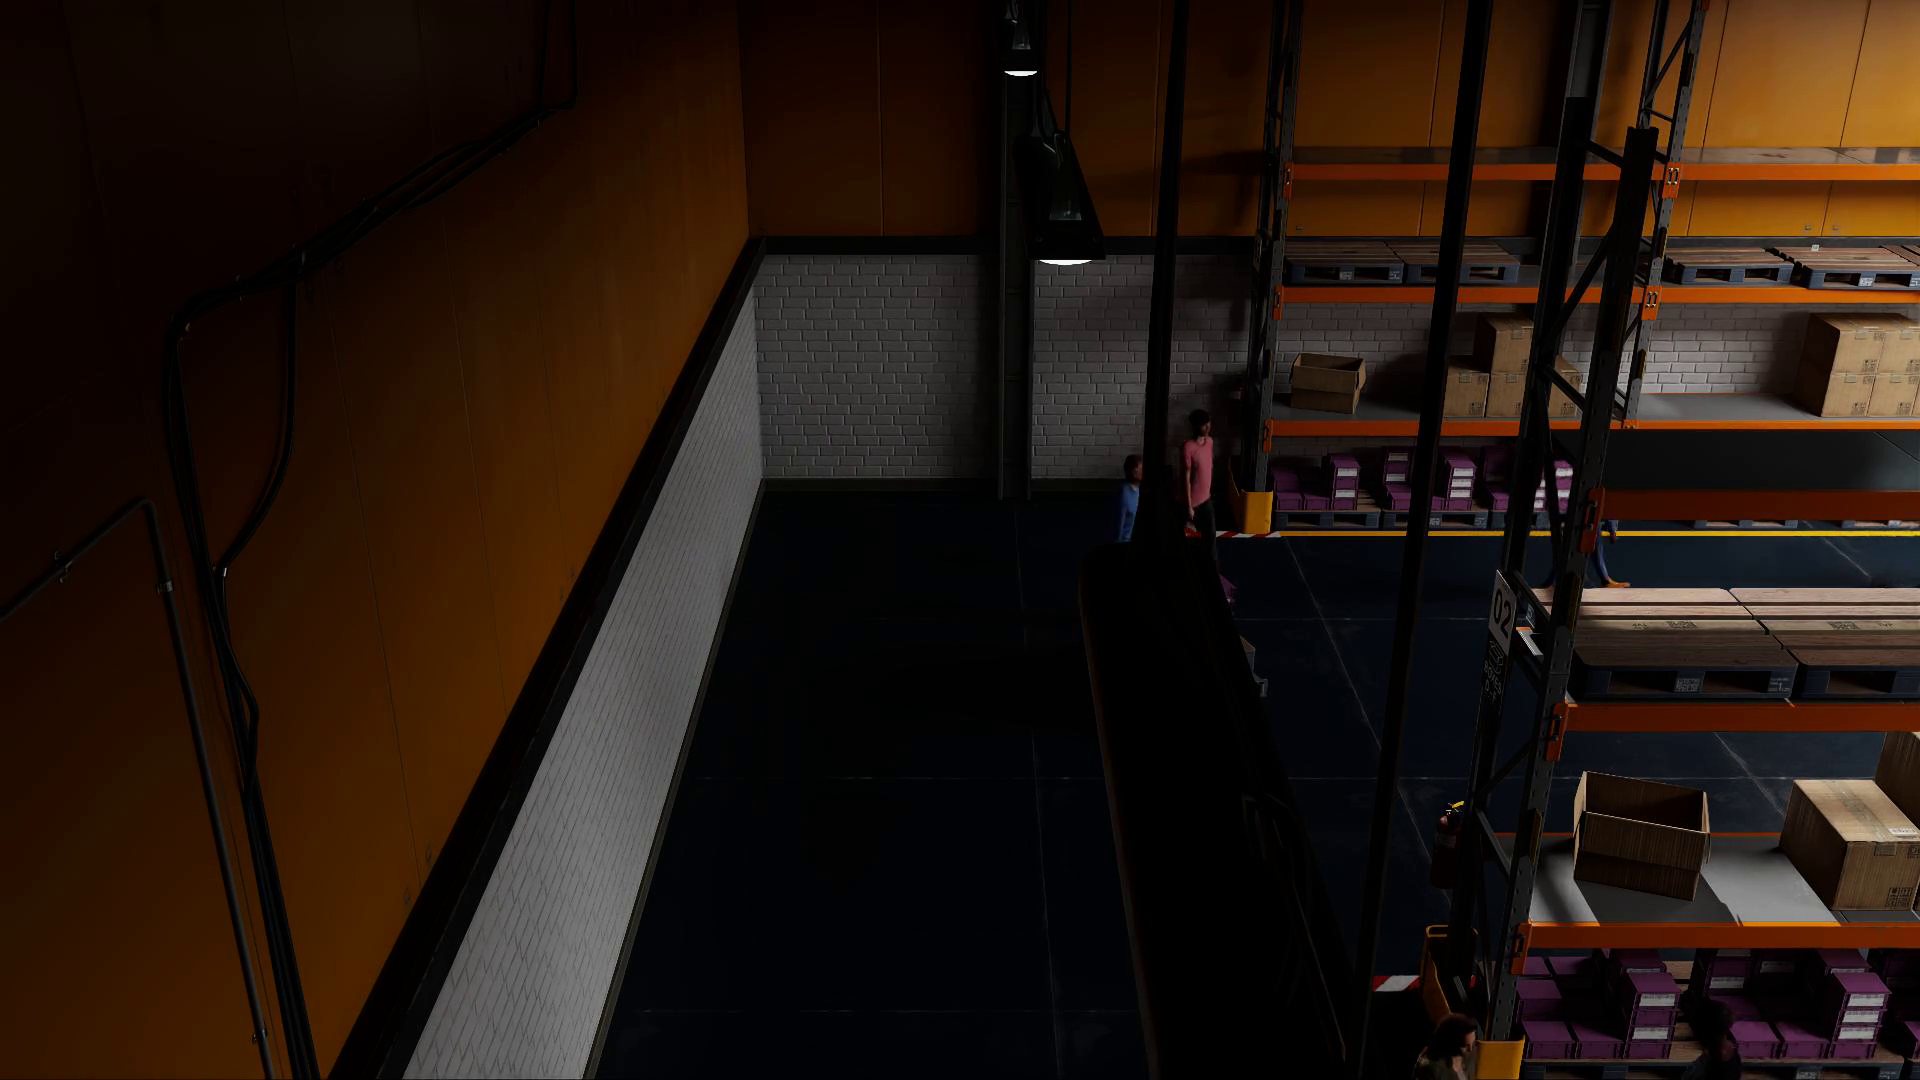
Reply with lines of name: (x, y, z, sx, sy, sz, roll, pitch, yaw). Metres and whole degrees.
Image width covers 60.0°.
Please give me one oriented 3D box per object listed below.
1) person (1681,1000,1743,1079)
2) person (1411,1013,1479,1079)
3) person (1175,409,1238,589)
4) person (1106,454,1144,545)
person: (4.061, 3.258, 8.888, 1.149, 1.709, 0.924, 11, 26, 23)
person: (2.664, 3.188, 9.358, 0.620, 1.460, 0.740, -12, 26, -25)
person: (2.317, -0.415, 17.049, 1.232, 1.902, 1.232, -19, 30, -36)
person: (1.502, 0.012, 16.244, 1.111, 1.764, 0.810, 6, 24, 13)
